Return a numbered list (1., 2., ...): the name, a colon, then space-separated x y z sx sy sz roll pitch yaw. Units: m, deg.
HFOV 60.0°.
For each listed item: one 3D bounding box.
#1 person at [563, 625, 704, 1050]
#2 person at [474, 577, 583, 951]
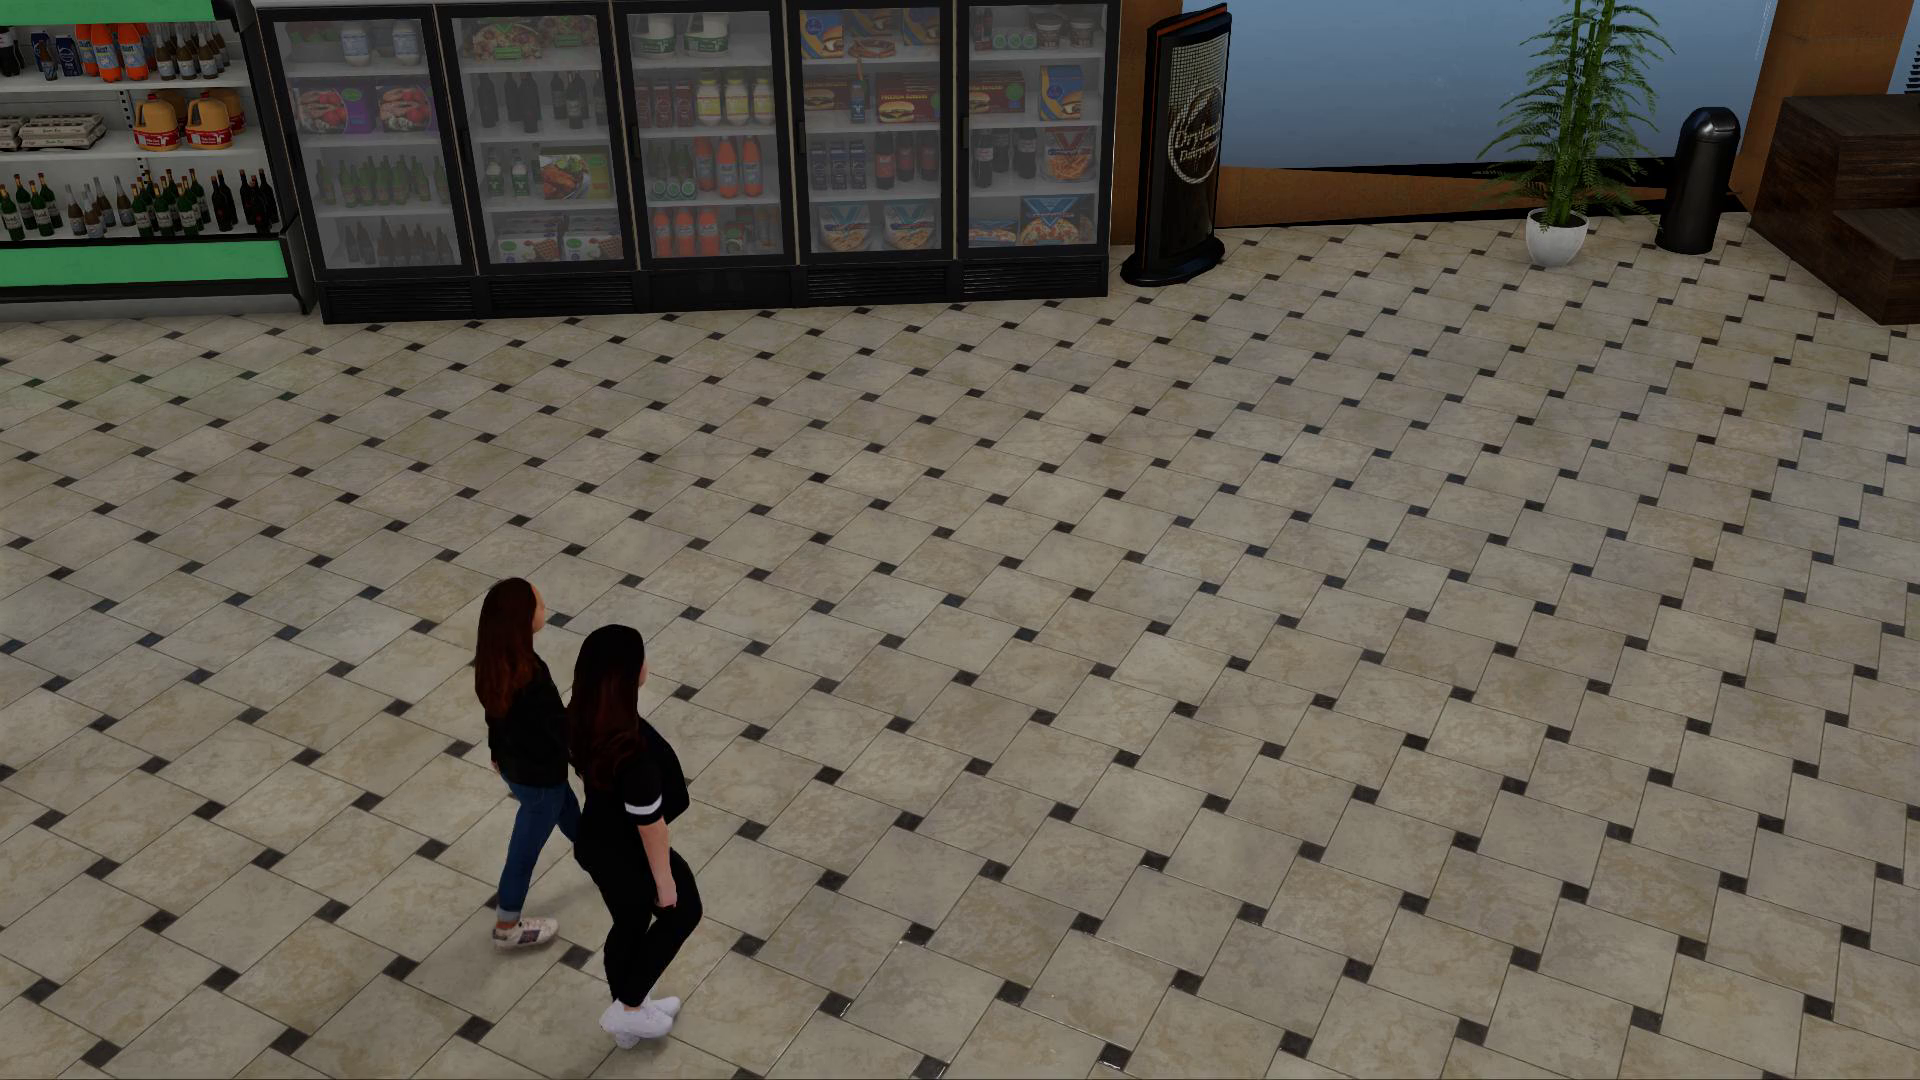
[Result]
1. person: -1.116 1.025 5.305 0.799 1.617 0.757 -26 40 -35
2. person: -1.547 0.829 5.785 1.031 1.442 0.881 -21 38 -30
